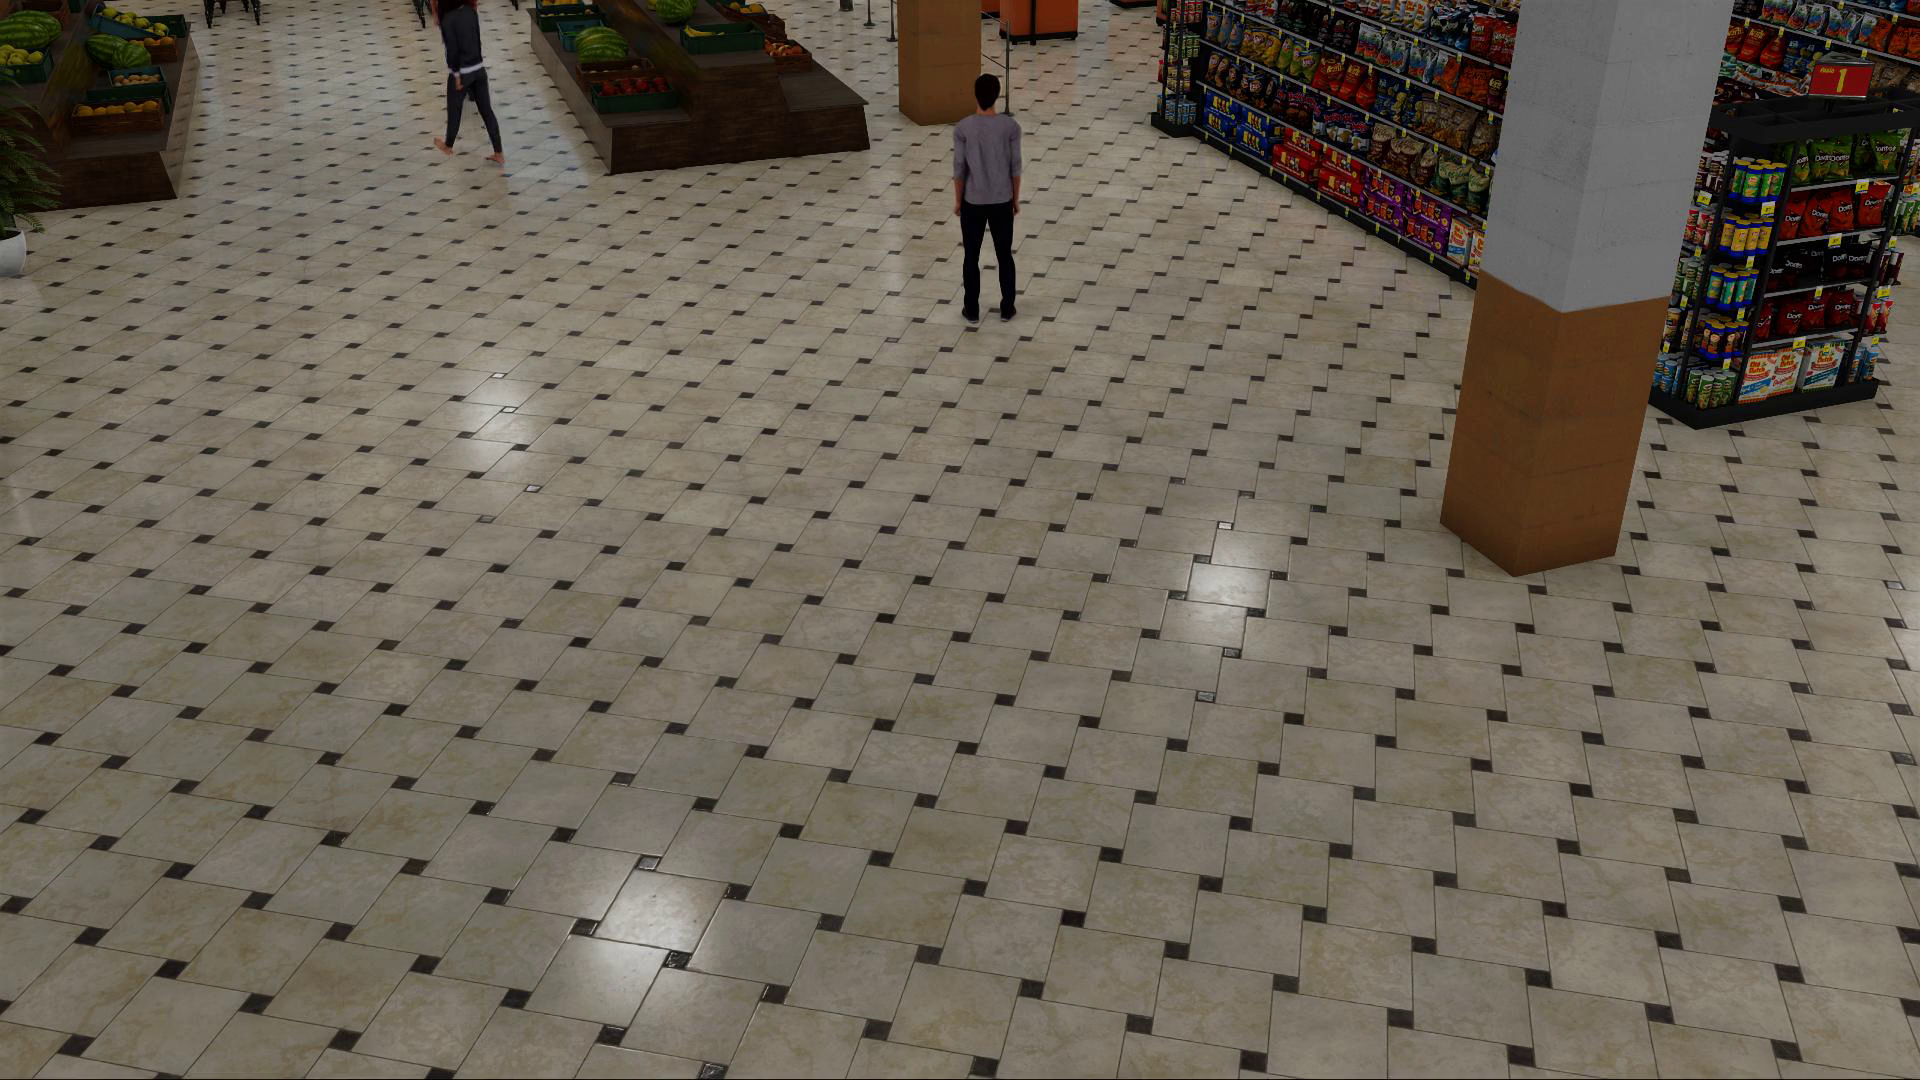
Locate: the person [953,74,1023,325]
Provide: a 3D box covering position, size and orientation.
[{"bbox_3d":[0.200,-2.505,12.259,0.713,1.843,0.645,-1,29,-2],"label":"person"}]

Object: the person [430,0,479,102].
[{"bbox_3d":[-5.552,-5.761,18.267,0.700,1.800,1.181,-8,30,-15],"label":"person"}]

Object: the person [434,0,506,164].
[{"bbox_3d":[-4.656,-4.455,15.963,1.182,1.715,1.038,18,33,29],"label":"person"}]
